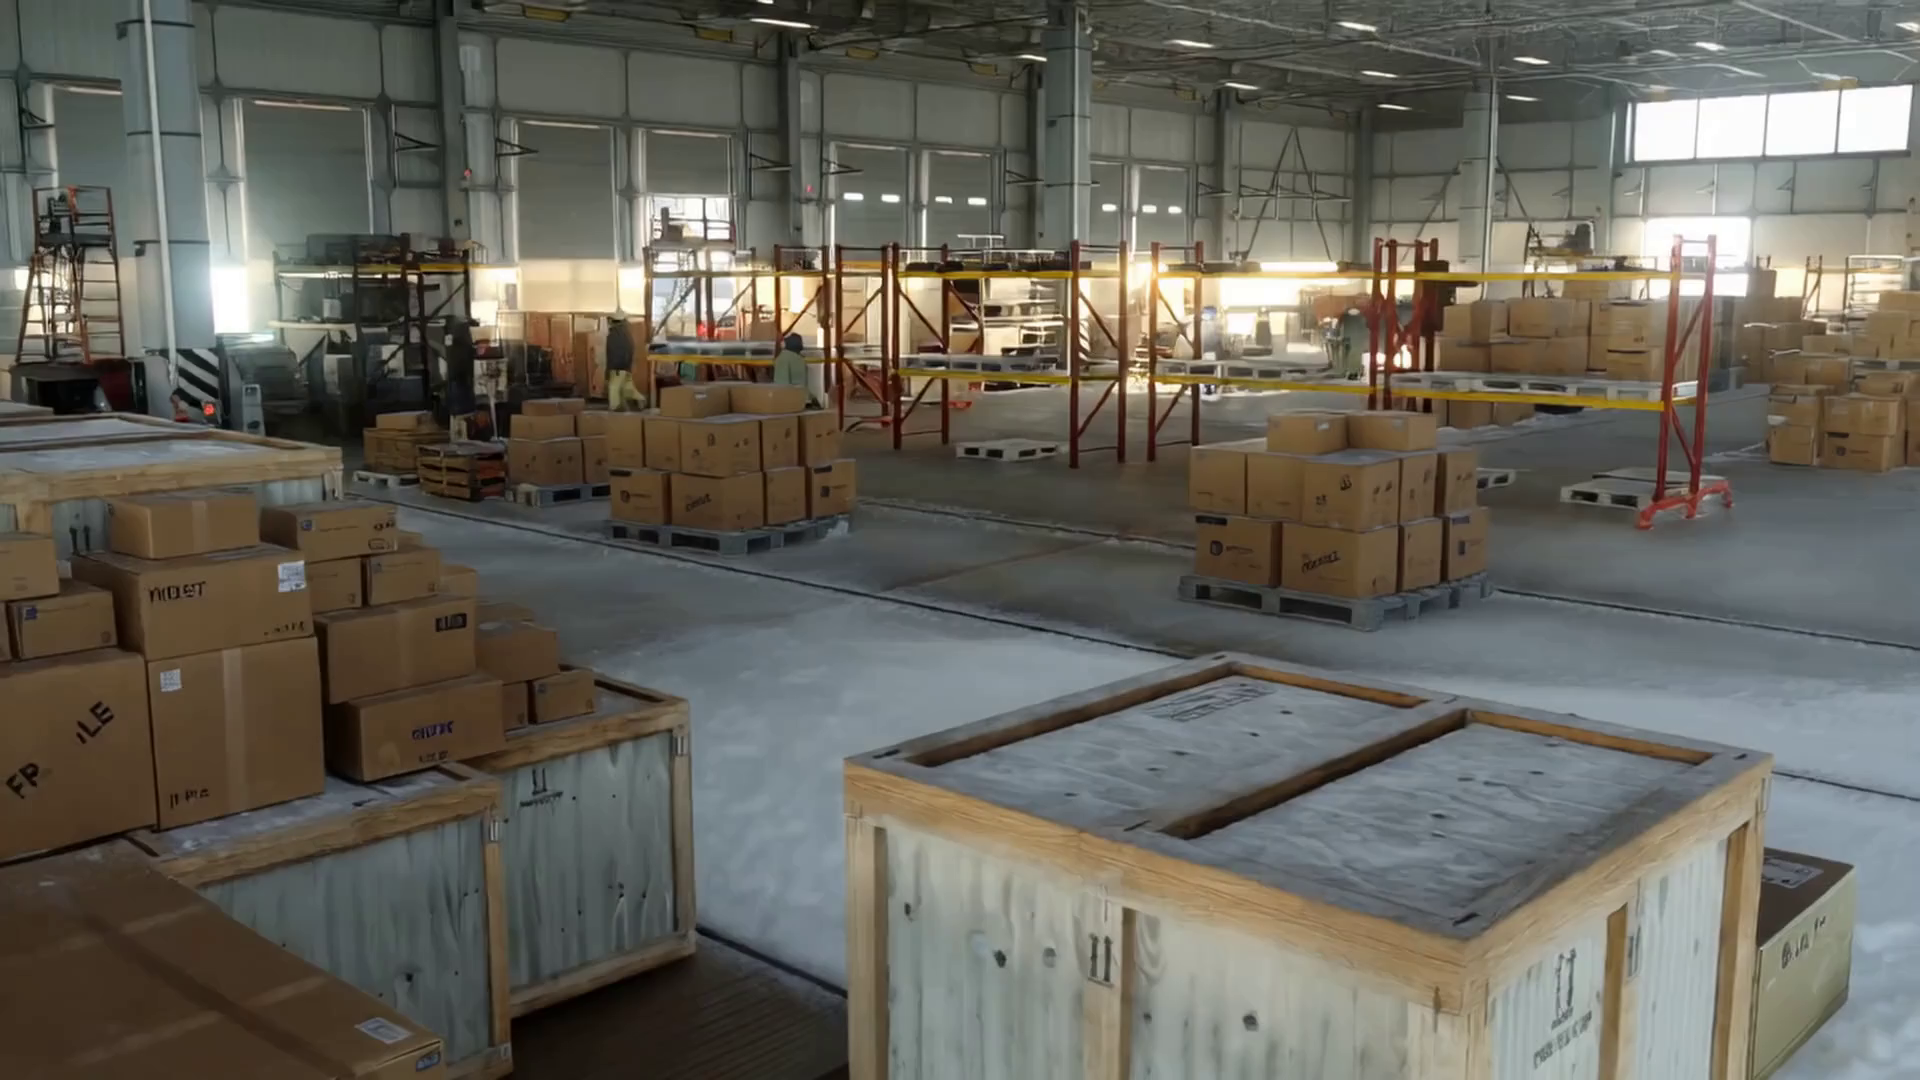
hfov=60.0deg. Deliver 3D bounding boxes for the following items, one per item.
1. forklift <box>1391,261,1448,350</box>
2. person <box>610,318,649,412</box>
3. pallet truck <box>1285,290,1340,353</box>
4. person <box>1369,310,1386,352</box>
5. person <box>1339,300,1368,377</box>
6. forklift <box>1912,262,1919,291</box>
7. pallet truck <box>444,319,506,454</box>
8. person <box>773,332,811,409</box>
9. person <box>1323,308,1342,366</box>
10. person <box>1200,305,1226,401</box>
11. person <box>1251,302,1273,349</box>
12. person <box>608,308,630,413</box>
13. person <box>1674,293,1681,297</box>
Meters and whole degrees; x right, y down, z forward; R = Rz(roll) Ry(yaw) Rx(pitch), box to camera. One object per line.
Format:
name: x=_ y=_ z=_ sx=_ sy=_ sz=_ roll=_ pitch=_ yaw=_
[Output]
forklift: x=11.151 y=-5.207 z=39.473 sx=1.873 sy=2.768 sz=1.129 roll=8 pitch=12 yaw=42
person: x=-5.851 y=-3.036 z=29.285 sx=0.717 sy=1.868 sz=0.627 roll=-9 pitch=13 yaw=-44
pallet truck: x=11.297 y=-6.951 z=52.861 sx=1.885 sy=1.965 sz=0.823 roll=-5 pitch=11 yaw=-29
person: x=9.972 y=-4.638 z=39.590 sx=0.497 sy=1.702 sz=0.889 roll=4 pitch=10 yaw=23
person: x=9.673 y=-4.947 z=40.863 sx=0.729 sy=1.907 sz=0.456 roll=6 pitch=11 yaw=32
forklift: x=22.950 y=-5.191 z=39.371 sx=1.129 sy=2.768 sz=1.873 roll=-1 pitch=9 yaw=-6
pallet truck: x=-6.981 y=-1.942 z=22.150 sx=1.885 sy=1.965 sz=0.823 roll=1 pitch=9 yaw=9
person: x=-2.135 y=-1.756 z=21.490 sx=0.429 sy=1.841 sz=0.634 roll=-8 pitch=12 yaw=-39
person: x=9.955 y=-5.376 z=44.362 sx=0.513 sy=1.622 sz=0.445 roll=3 pitch=10 yaw=18
person: x=5.101 y=-3.764 z=33.522 sx=0.372 sy=1.934 sz=0.627 roll=-5 pitch=10 yaw=-27
person: x=7.540 y=-4.999 z=41.453 sx=0.545 sy=1.809 sz=0.879 roll=0 pitch=9 yaw=2
person: x=-5.750 y=-2.920 z=28.156 sx=0.391 sy=1.995 sz=0.613 roll=1 pitch=9 yaw=9
person: x=21.080 y=-6.281 z=48.939 sx=0.552 sy=1.937 sz=0.356 roll=-4 pitch=10 yaw=-25
